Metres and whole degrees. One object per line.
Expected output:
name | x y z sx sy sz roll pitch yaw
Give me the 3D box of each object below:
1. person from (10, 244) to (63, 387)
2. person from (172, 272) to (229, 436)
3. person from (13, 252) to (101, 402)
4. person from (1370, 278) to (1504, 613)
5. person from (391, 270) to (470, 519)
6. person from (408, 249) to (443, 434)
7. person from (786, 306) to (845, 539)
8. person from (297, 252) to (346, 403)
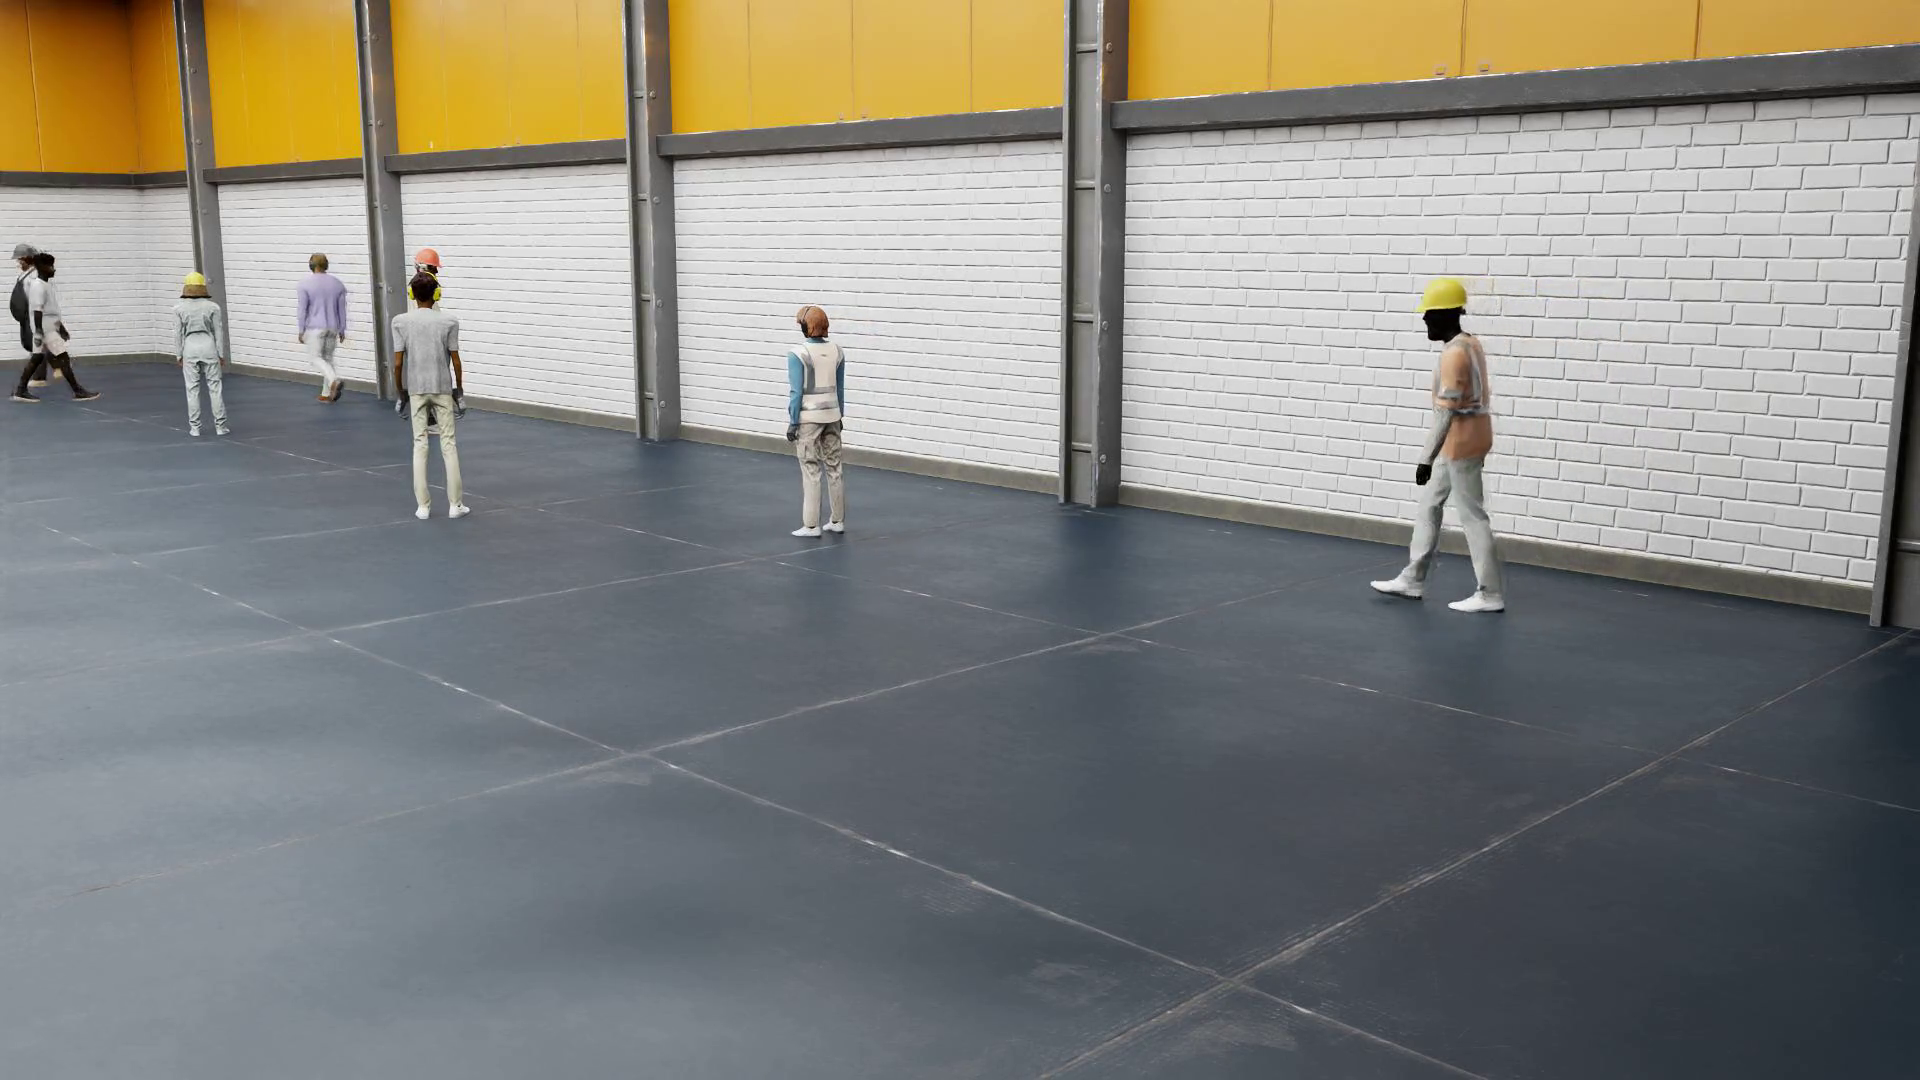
person | -13.050 -3.179 23.481 0.625 2.000 0.690 -8 13 -37
person | -8.122 -1.983 17.787 0.498 1.740 0.323 -3 11 -18
person | -11.710 -2.720 21.336 0.997 1.917 0.609 -6 12 -29
person | 2.739 -0.534 9.475 0.879 1.884 0.640 4 11 20
person | -4.002 -1.090 12.552 0.520 1.873 0.334 -2 11 -9
person | -5.740 -2.138 17.954 0.392 1.986 0.610 -3 11 -18
person | -1.015 -0.830 11.769 0.310 1.638 0.523 9 14 41
person | -7.994 -2.659 20.966 0.708 1.924 0.631 8 13 38
